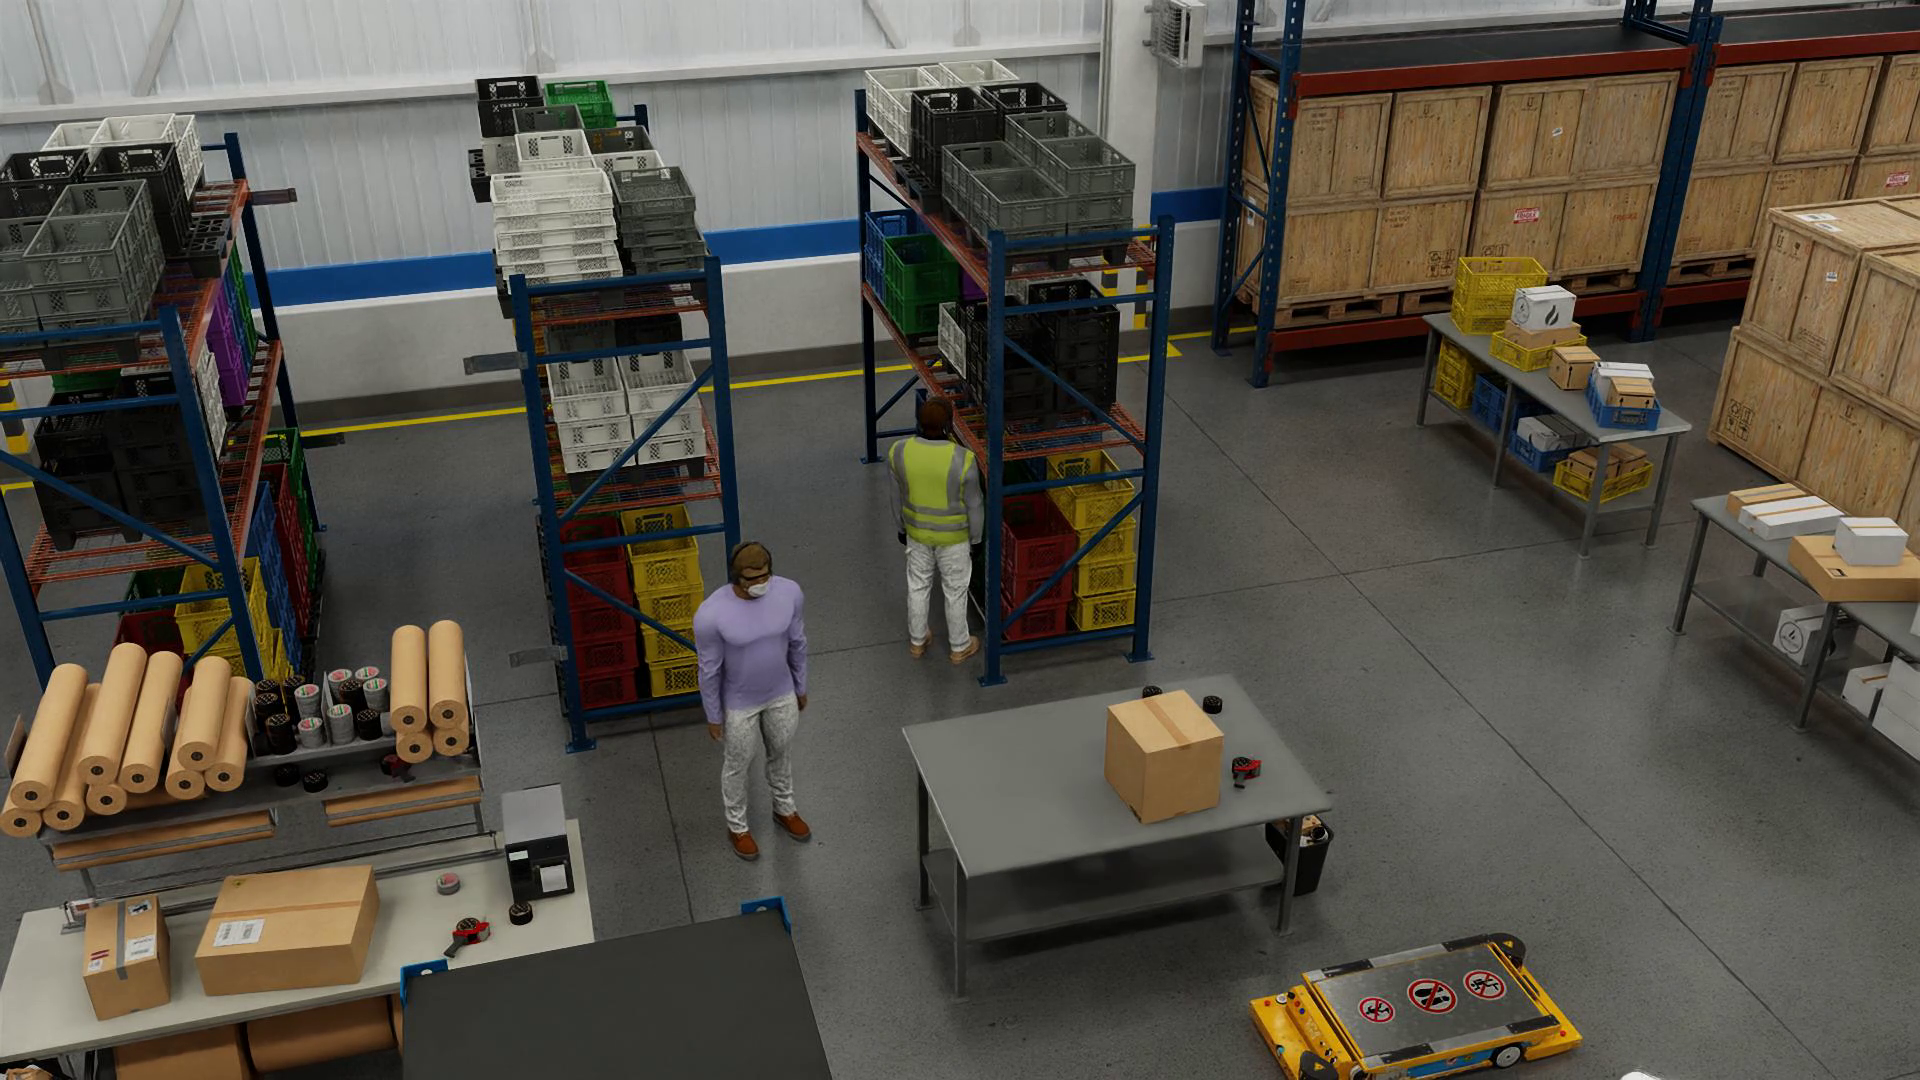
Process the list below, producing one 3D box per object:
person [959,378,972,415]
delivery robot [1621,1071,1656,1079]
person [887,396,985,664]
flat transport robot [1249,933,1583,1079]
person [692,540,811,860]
[{"bbox_3d":[0.139,-1.758,13.667,0.358,1.885,0.574,-3,29,-5],"label":"person"},{"bbox_3d":[2.858,2.583,7.047,0.477,0.478,0.707,21,35,33],"label":"delivery robot"},{"bbox_3d":[-0.134,-0.060,10.622,0.627,1.846,0.429,10,30,17],"label":"person"},{"bbox_3d":[2.184,2.282,7.980,1.431,0.197,0.652,-8,30,-14],"label":"flat transport robot"},{"bbox_3d":[-1.091,0.839,8.897,0.628,1.931,0.358,-17,33,-28],"label":"person"}]
